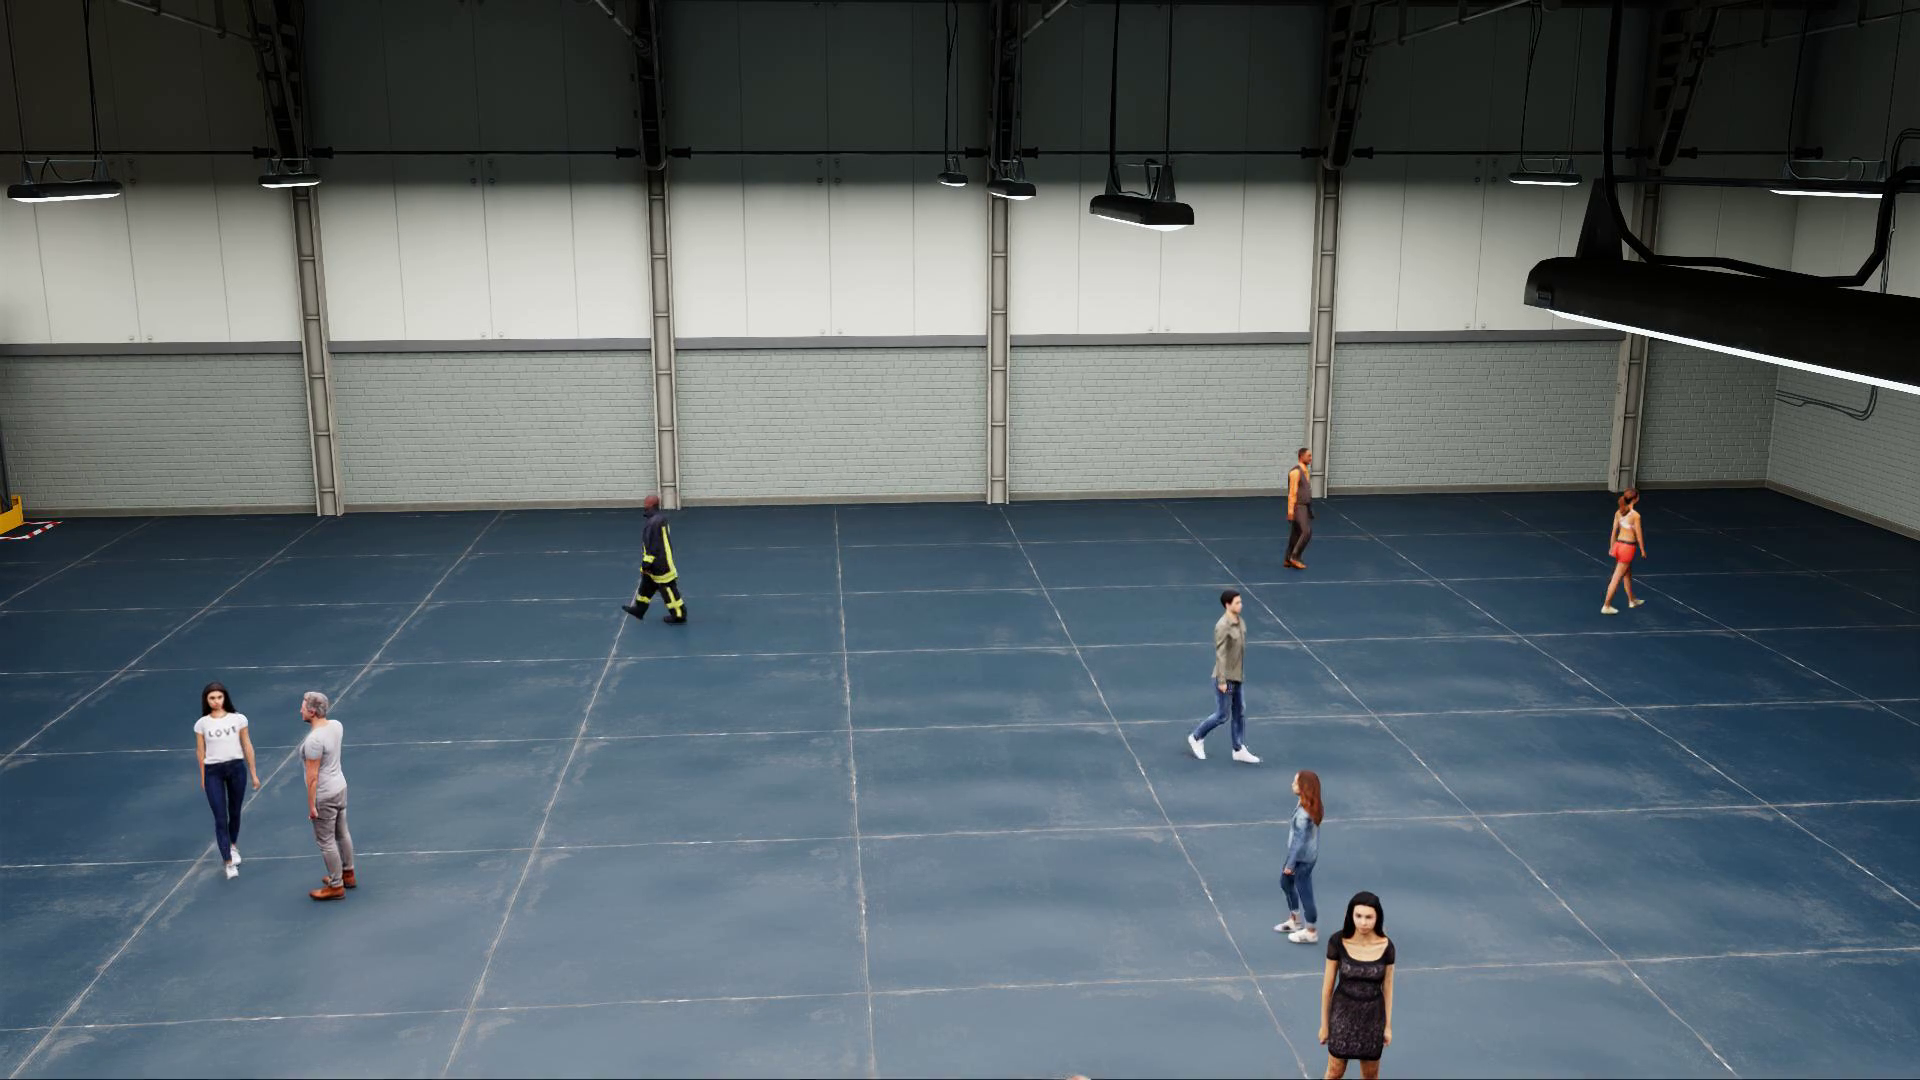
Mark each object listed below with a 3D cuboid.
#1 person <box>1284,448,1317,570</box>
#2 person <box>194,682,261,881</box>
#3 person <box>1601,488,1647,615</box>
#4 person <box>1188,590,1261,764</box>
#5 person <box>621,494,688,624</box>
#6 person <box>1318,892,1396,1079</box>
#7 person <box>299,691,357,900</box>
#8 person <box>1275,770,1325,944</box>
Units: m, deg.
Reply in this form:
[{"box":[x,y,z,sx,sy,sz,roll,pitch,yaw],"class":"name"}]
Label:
[{"box":[5.142,-0.486,25.649,0.914,1.896,0.863,8,15,32],"class":"person"},{"box":[-6.551,2.100,14.825,1.072,1.741,0.974,-8,15,-32],"class":"person"},{"box":[9.136,0.184,23.053,1.066,1.761,0.733,-4,14,-17],"class":"person"},{"box":[2.763,1.414,17.487,1.139,1.876,1.057,9,16,35],"class":"person"},{"box":[-4.005,0.275,22.625,1.168,1.777,0.809,0,13,1],"class":"person"},{"box":[2.524,3.065,10.546,0.508,1.791,0.707,2,13,7],"class":"person"},{"box":[-5.432,2.176,14.311,0.624,1.825,0.719,1,13,6],"class":"person"},{"box":[2.844,2.564,13.420,0.697,1.471,0.672,4,14,17],"class":"person"}]
